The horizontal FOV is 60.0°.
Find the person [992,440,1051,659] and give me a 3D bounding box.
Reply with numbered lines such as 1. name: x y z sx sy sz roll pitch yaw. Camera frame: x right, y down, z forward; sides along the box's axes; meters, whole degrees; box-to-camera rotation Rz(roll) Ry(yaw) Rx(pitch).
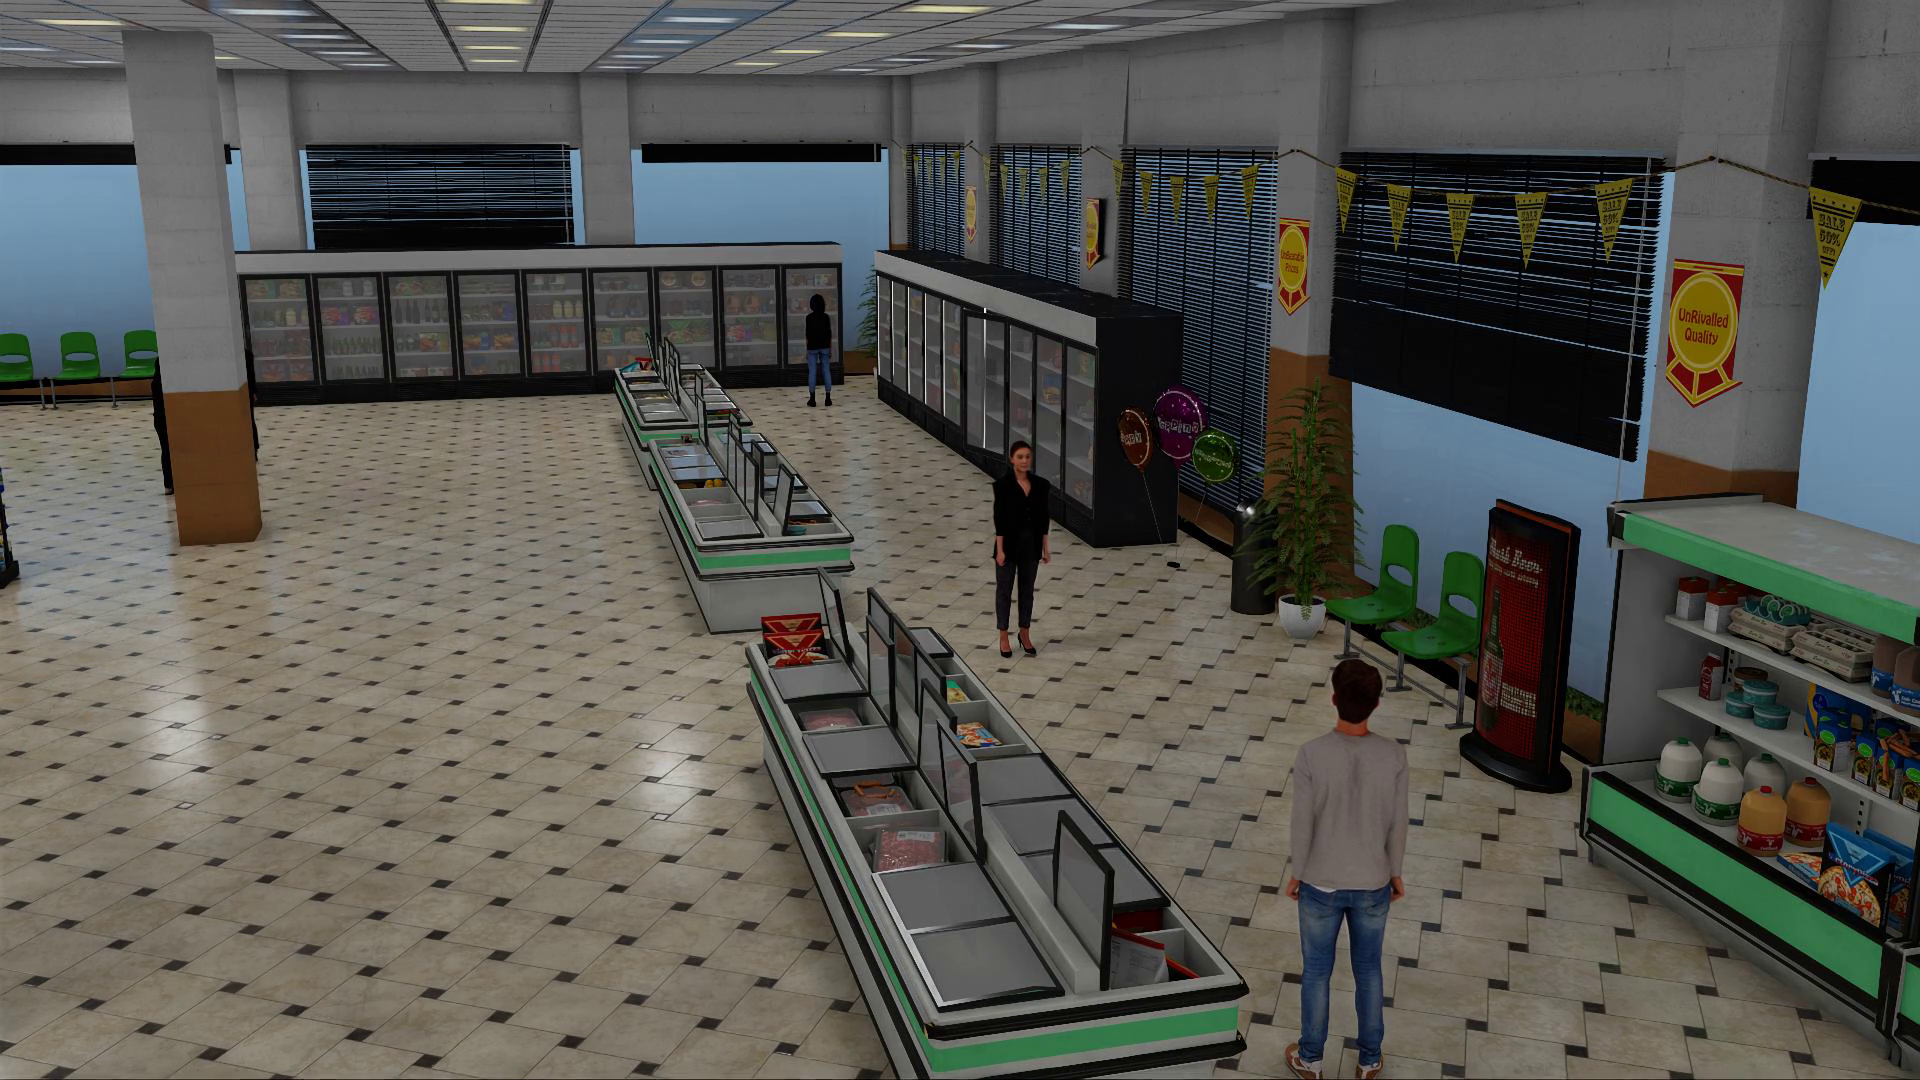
1. person: 0.457 0.059 13.099 0.668 1.719 0.614 -6 15 -23

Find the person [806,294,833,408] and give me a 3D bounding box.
1. person: -2.146 -2.880 25.253 0.558 1.702 0.531 -3 14 -13

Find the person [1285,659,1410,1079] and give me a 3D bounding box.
1. person: 1.641 1.428 7.060 0.722 1.906 0.686 1 14 2
